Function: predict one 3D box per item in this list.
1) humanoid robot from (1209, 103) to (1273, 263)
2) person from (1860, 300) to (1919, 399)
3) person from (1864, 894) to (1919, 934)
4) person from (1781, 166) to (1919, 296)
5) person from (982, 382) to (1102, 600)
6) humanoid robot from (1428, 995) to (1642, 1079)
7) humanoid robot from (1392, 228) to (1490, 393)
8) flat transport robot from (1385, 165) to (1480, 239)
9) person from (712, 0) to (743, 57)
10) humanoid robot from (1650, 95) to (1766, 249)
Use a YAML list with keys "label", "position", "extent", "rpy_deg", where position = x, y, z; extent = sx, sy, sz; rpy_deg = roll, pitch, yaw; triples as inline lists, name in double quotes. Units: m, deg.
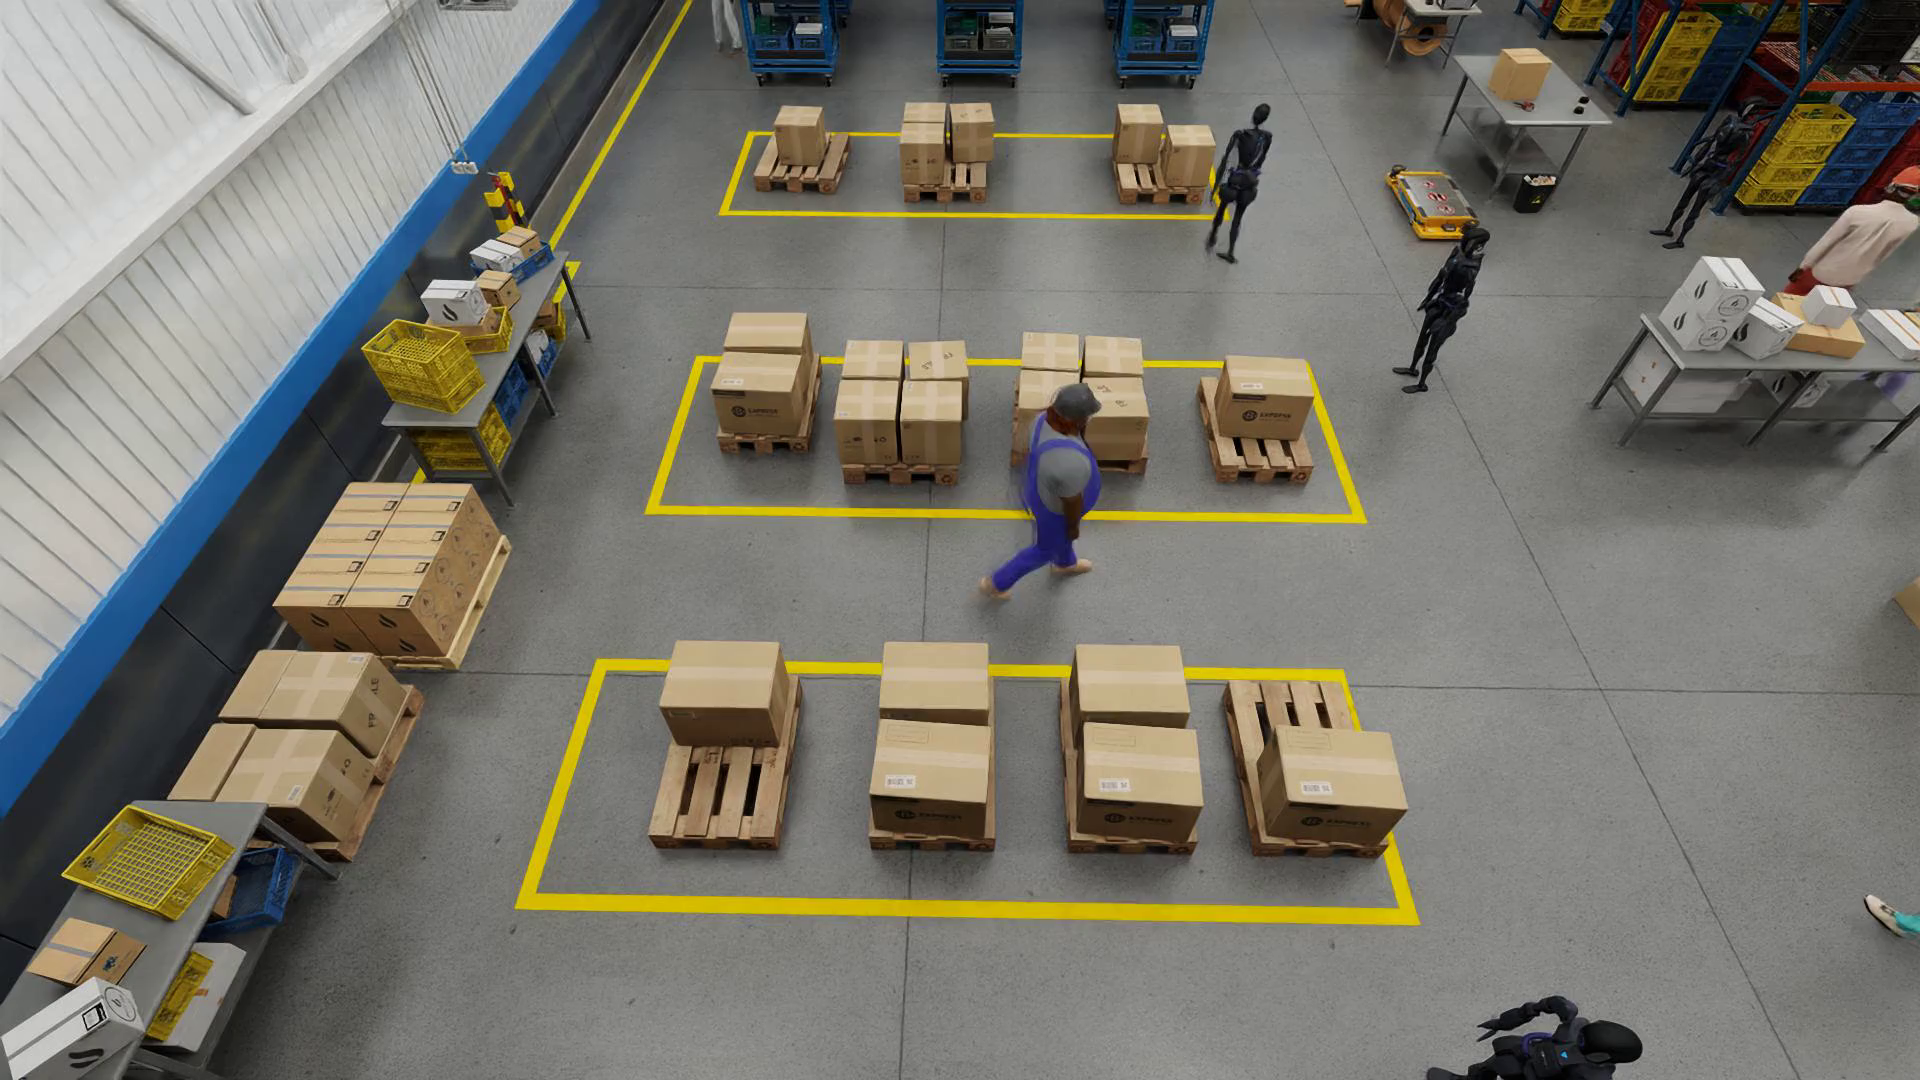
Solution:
- label: "humanoid robot"
  position: [3.025, -3.885, 9.986]
  extent: [0.622, 1.608, 0.667]
  rpy_deg: [-5, 49, -4]
- label: "person"
  position: [8.669, -1.966, 8.144]
  extent: [0.377, 1.924, 0.592]
  rpy_deg: [9, 50, 8]
- label: "person"
  position: [5.952, 1.903, 4.922]
  extent: [0.903, 1.705, 0.540]
  rpy_deg: [32, 56, 24]
- label: "person"
  position: [8.205, -2.547, 8.609]
  extent: [0.618, 1.978, 0.454]
  rpy_deg: [13, 50, 11]
- label: "person"
  position: [0.616, -0.315, 6.636]
  extent: [0.891, 2.000, 0.677]
  rpy_deg: [-7, 50, -6]
- label: "humanoid robot"
  position: [2.705, 2.577, 4.362]
  extent: [0.310, 1.657, 0.610]
  rpy_deg: [0, 49, 0]
- label: "humanoid robot"
  position: [4.419, -2.096, 8.407]
  extent: [0.310, 1.656, 0.610]
  rpy_deg: [0, 49, 0]
- label: "flat transport robot"
  position: [5.692, -4.094, 11.059]
  extent: [0.652, 0.197, 1.431]
  rpy_deg: [1, 49, 1]
- label: "person"
  position: [-3.551, -8.183, 13.559]
  extent: [0.627, 1.861, 0.438]
  rpy_deg: [24, 53, 19]
- label: "humanoid robot"
  position: [8.247, -4.034, 10.084]
  extent: [0.310, 1.657, 0.610]
  rpy_deg: [0, 49, 0]
